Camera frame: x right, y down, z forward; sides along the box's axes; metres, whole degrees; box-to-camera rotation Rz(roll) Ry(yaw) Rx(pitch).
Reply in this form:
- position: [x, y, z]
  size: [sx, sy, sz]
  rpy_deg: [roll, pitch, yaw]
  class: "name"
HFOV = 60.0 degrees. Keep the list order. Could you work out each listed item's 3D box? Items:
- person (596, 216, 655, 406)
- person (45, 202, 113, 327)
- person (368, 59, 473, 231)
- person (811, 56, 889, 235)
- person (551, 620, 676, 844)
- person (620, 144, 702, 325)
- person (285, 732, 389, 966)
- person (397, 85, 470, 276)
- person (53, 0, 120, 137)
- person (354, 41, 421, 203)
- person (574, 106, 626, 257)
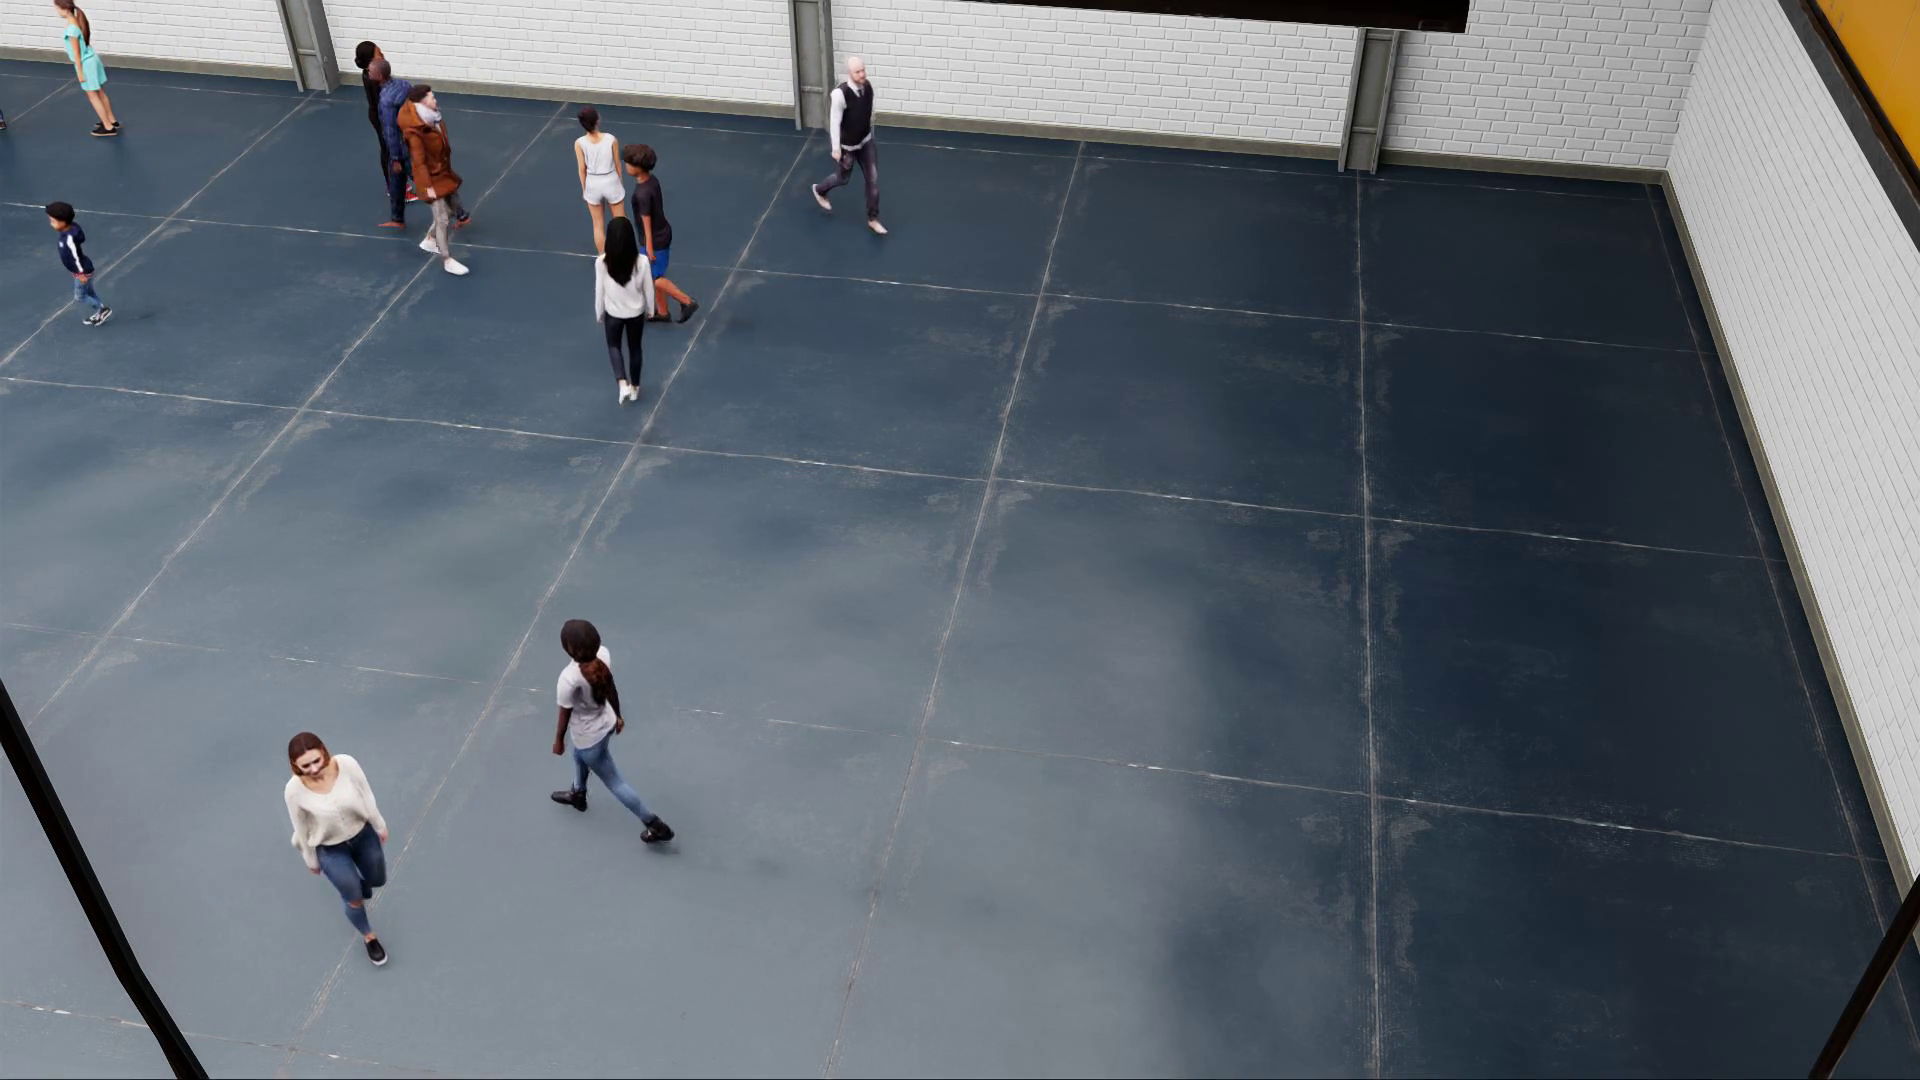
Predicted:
- position: [-2.783, -1.849, 13.864]
  size: [0.833, 1.681, 0.869]
  rpy_deg: [-10, 40, -12]
  class: "person"
- position: [-7.923, -2.495, 15.047]
  size: [0.643, 1.214, 0.604]
  rpy_deg: [-18, 42, -21]
  class: "person"
- position: [-5.317, -3.797, 16.233]
  size: [1.246, 1.767, 0.800]
  rpy_deg: [1, 39, 1]
  class: "person"
- position: [-1.109, -3.912, 16.361]
  size: [1.300, 1.789, 1.149]
  rpy_deg: [30, 47, 32]
  class: "person"
- position: [-2.139, 1.204, 10.043]
  size: [1.195, 1.679, 0.715]
  rpy_deg: [13, 40, 16]
  class: "person"
- position: [-2.632, -2.695, 14.846]
  size: [0.862, 1.777, 0.662]
  rpy_deg: [1, 39, 1]
  class: "person"
- position: [-3.528, 1.678, 9.447]
  size: [0.902, 1.681, 0.977]
  rpy_deg: [-28, 46, -30]
  class: "person"
- position: [-5.039, -3.428, 15.727]
  size: [0.815, 1.823, 0.802]
  rpy_deg: [4, 39, 5]
  class: "person"
- position: [-9.516, -5.184, 18.138]
  size: [0.631, 1.559, 0.603]
  rpy_deg: [-2, 39, -3]
  class: "person"
- position: [-5.850, -4.245, 16.876]
  size: [0.712, 1.667, 0.675]
  rpy_deg: [-18, 42, -21]
  class: "person"
- position: [-3.394, -3.359, 15.810]
  size: [0.561, 1.611, 0.690]
  rpy_deg: [-8, 39, -10]
  class: "person"
